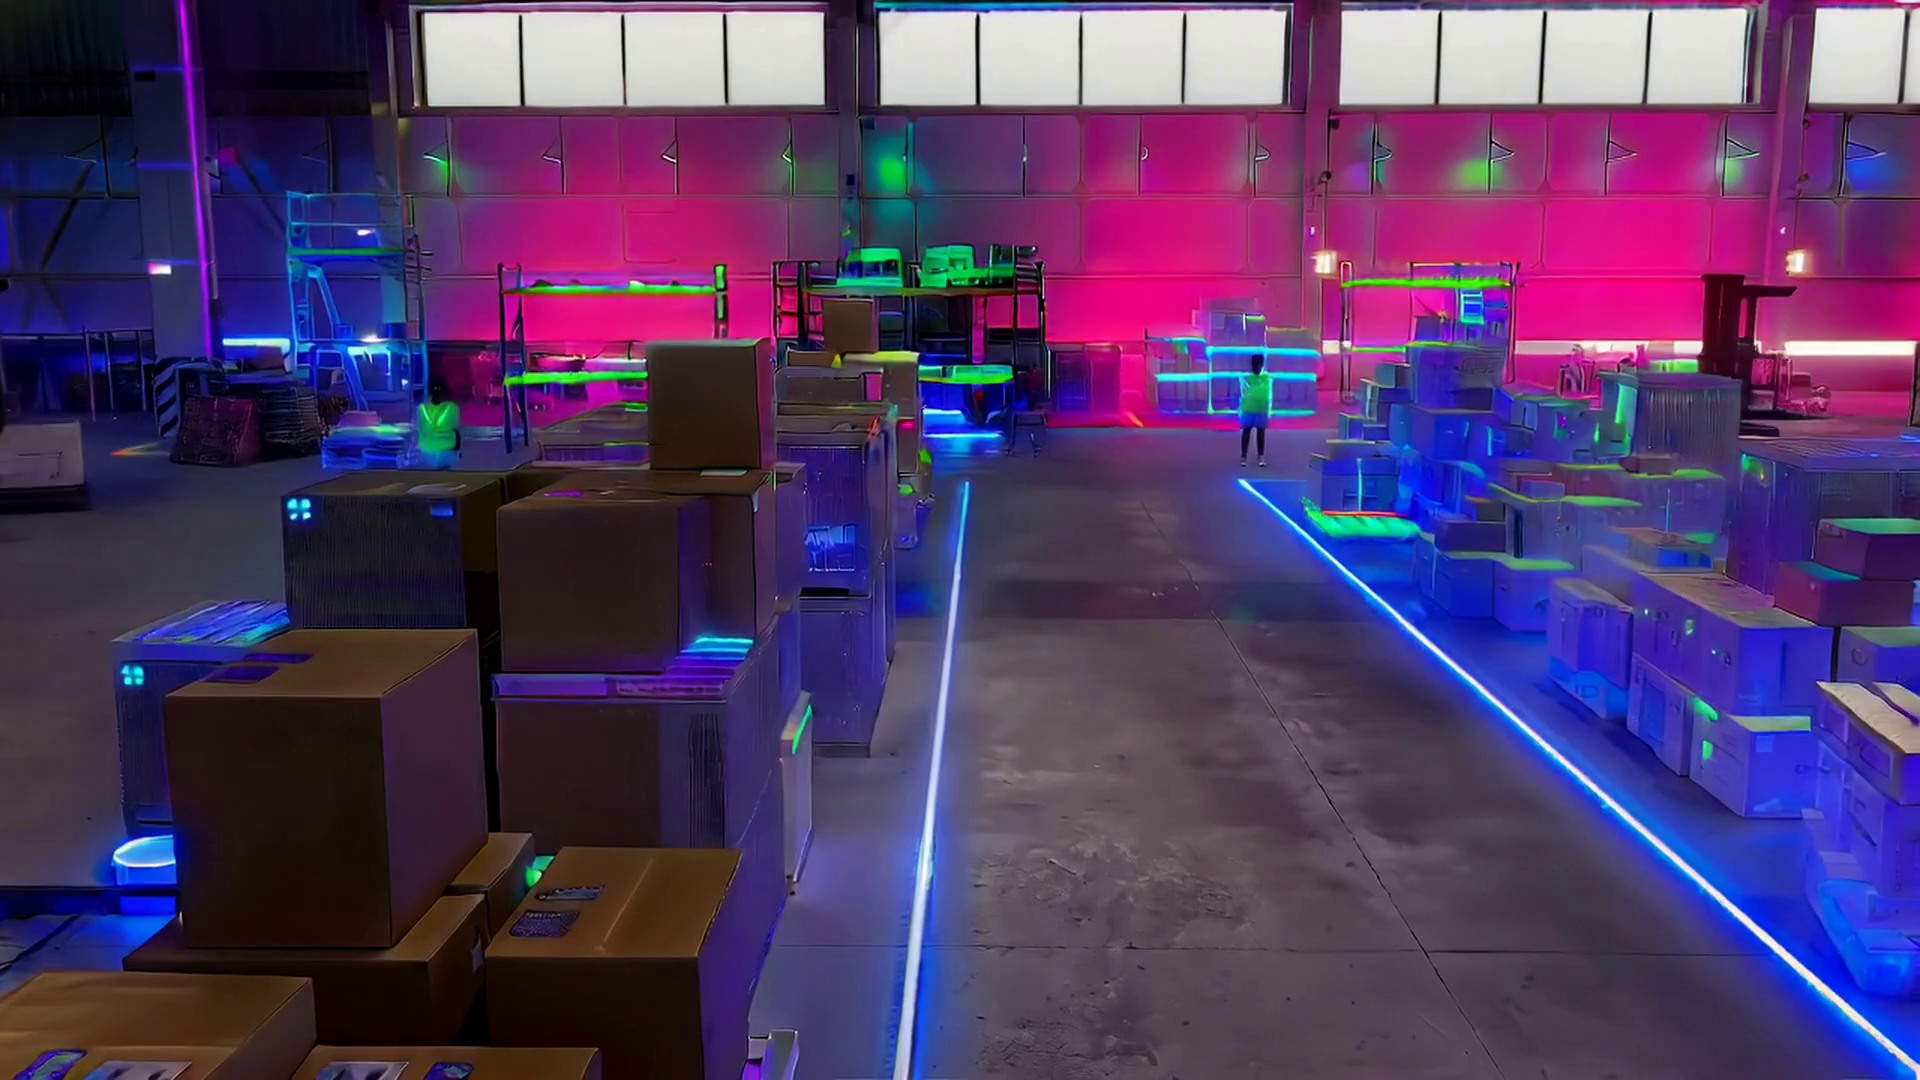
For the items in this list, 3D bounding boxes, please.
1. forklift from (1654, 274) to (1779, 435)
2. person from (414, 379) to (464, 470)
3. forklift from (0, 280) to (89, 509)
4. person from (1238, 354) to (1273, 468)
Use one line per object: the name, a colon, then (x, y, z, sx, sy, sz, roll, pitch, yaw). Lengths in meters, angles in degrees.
forklift: (13.310, -3.273, 29.243, 1.873, 2.768, 1.129, 0, 9, 1)
person: (-6.235, -1.089, 19.817, 0.552, 1.648, 0.868, 1, 9, 4)
forklift: (-11.798, -1.774, 20.261, 1.873, 2.768, 1.129, -4, 10, -25)
person: (4.369, -1.910, 24.604, 0.540, 1.697, 0.318, -1, 10, -5)
